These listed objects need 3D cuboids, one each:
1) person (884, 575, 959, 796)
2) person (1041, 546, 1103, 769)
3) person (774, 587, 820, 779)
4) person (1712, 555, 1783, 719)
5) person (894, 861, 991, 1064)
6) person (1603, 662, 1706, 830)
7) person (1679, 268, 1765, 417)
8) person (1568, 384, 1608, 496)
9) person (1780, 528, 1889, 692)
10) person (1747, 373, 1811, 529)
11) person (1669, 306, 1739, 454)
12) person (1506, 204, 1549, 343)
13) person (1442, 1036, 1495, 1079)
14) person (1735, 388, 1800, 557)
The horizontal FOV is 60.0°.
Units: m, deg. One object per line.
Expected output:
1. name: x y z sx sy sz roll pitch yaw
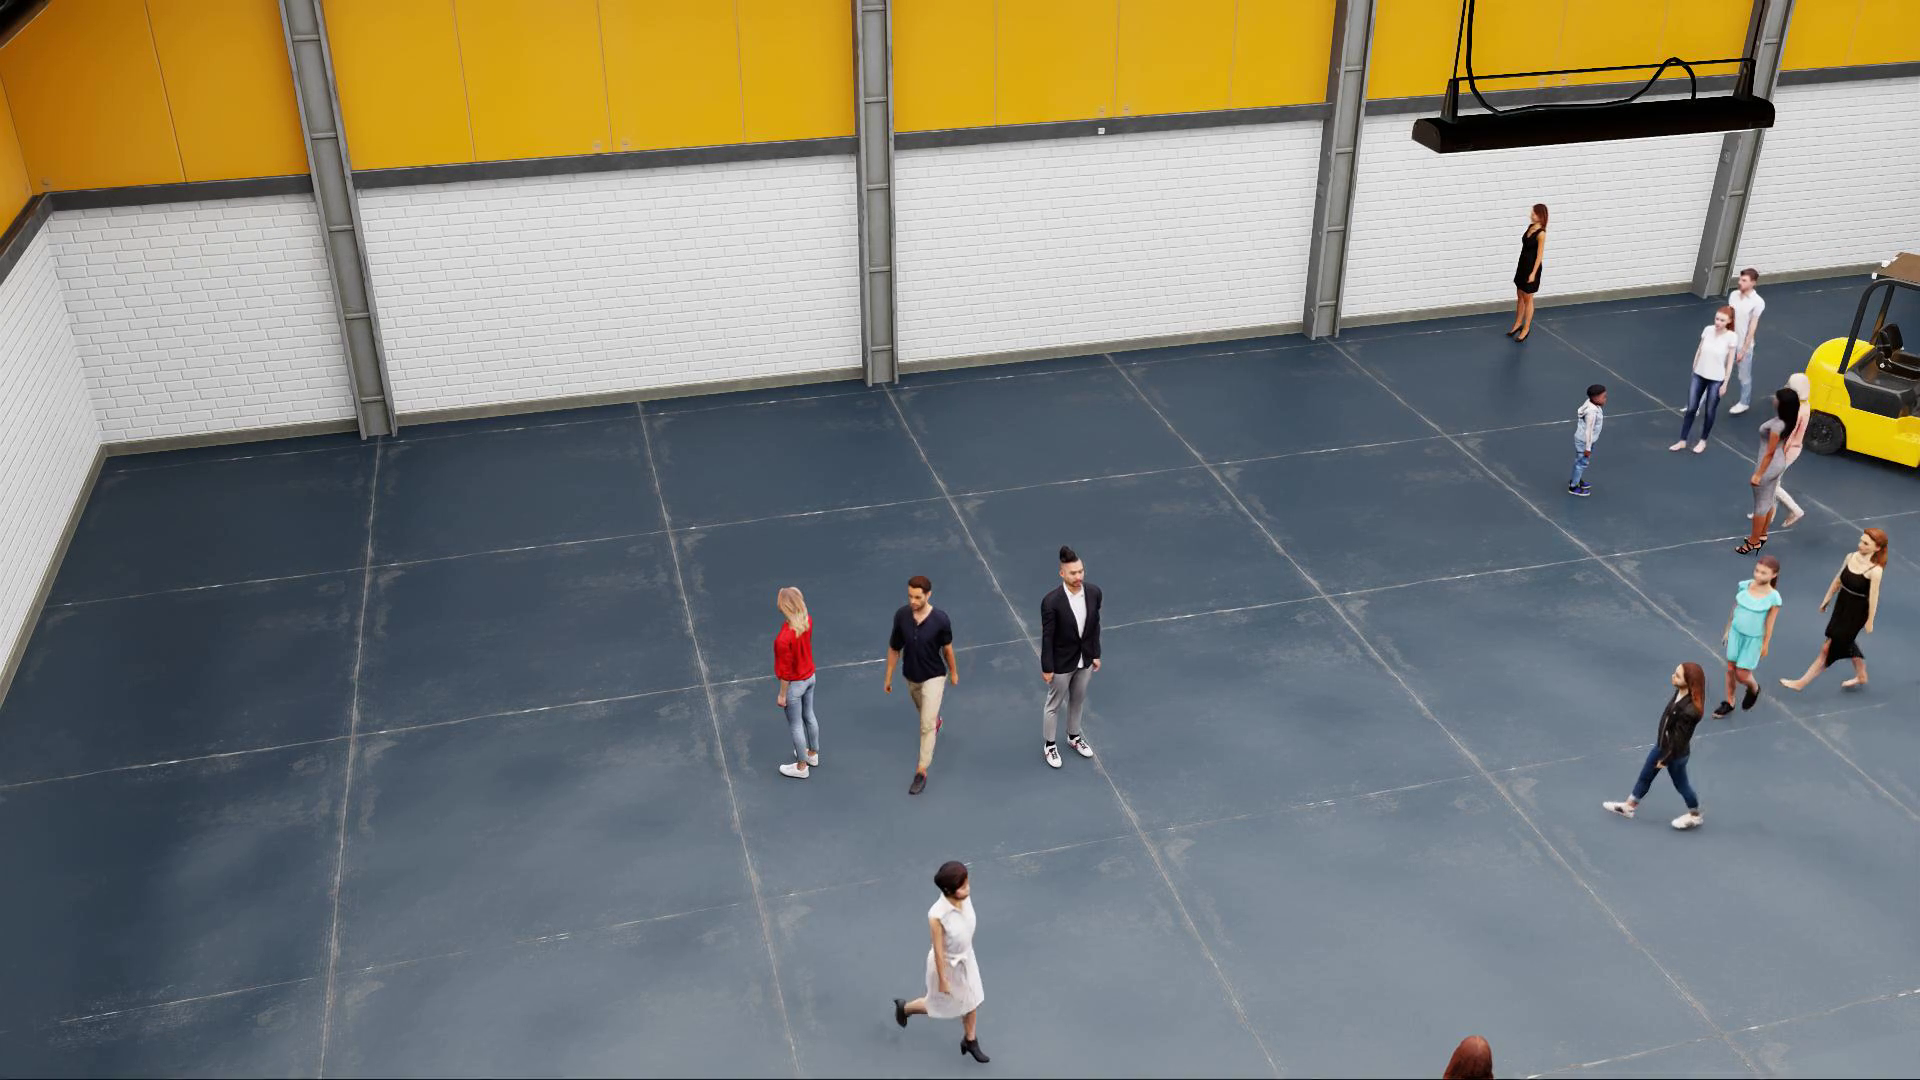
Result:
1. person: -0.255 1.041 13.340 1.221 1.811 1.180 11 30 19
2. person: 0.882 0.912 13.430 0.609 1.950 0.815 -14 32 -24
3. person: -1.303 1.133 13.281 0.714 1.704 0.680 13 31 22
4. person: 6.698 0.802 14.051 0.742 1.549 0.635 -16 32 -26
5. person: -0.117 2.687 10.612 0.963 1.534 0.937 17 33 29
6. person: 5.525 1.602 12.690 1.040 1.448 0.803 4 29 7
7. person: 9.136 -2.264 19.415 1.276 1.794 0.853 -15 32 -25
8. person: 6.709 -1.096 17.837 0.613 1.256 0.570 8 30 15
9. person: 7.753 0.635 14.327 1.112 1.578 0.681 -4 29 -6
10. person: 8.505 -0.881 16.966 0.894 1.712 0.840 19 34 30
11. person: 8.431 -1.813 18.646 0.816 1.739 0.747 -24 37 -37
12. person: 7.384 -3.470 21.585 0.529 1.833 0.586 -6 29 -10
13. person: 2.710 3.395 9.096 0.600 1.742 0.717 4 29 7
14. person: 8.050 -0.680 16.526 0.610 1.781 0.724 -25 37 -38
